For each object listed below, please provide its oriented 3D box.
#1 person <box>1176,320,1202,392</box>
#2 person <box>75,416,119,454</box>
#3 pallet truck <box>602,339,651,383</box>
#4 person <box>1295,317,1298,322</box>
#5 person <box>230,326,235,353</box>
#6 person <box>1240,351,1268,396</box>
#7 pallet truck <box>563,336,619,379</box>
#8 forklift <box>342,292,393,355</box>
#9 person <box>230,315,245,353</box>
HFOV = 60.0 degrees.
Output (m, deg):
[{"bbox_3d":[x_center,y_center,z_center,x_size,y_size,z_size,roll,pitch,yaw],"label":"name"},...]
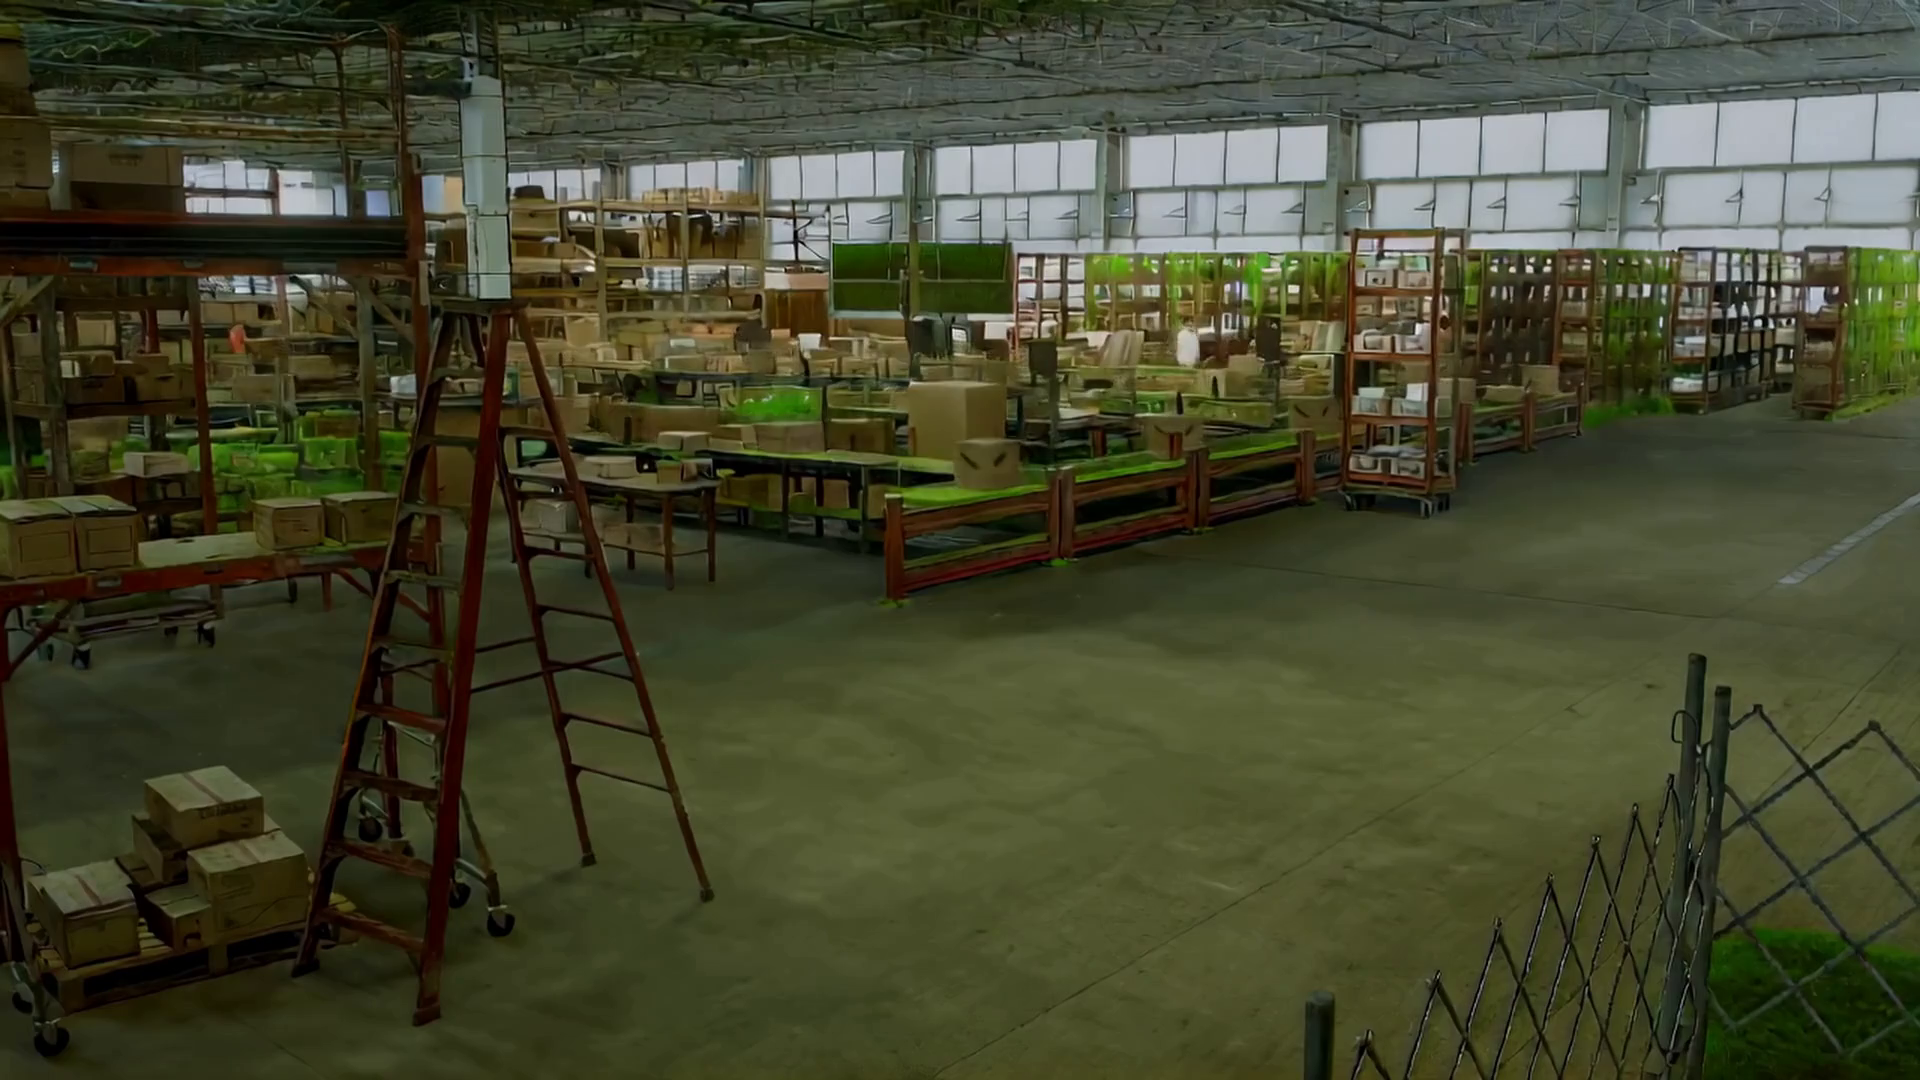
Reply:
[{"bbox_3d":[5.703,-4.479,41.085,0.665,1.883,0.675,-8,12,-41],"label":"person"},{"bbox_3d":[-11.495,-1.349,22.072,0.554,1.719,0.878,0,9,1],"label":"person"},{"bbox_3d":[-8.991,-4.871,45.351,0.653,1.274,1.630,7,11,37],"label":"pallet truck"},{"bbox_3d":[10.280,-6.051,50.602,0.415,1.985,0.611,7,11,36],"label":"person"},{"bbox_3d":[-19.624,-5.004,45.183,0.381,1.625,0.500,-6,11,-34],"label":"person"},{"bbox_3d":[6.676,-3.858,37.560,0.954,1.776,0.631,6,11,35],"label":"person"},{"bbox_3d":[-10.690,-5.294,48.215,1.601,1.201,0.680,-5,10,-26],"label":"pallet truck"},{"bbox_3d":[-16.485,-5.622,45.120,1.129,2.768,1.873,7,11,37],"label":"forklift"},{"bbox_3d":[-19.139,-4.995,44.133,0.371,1.940,0.627,-5,10,-26],"label":"person"}]
